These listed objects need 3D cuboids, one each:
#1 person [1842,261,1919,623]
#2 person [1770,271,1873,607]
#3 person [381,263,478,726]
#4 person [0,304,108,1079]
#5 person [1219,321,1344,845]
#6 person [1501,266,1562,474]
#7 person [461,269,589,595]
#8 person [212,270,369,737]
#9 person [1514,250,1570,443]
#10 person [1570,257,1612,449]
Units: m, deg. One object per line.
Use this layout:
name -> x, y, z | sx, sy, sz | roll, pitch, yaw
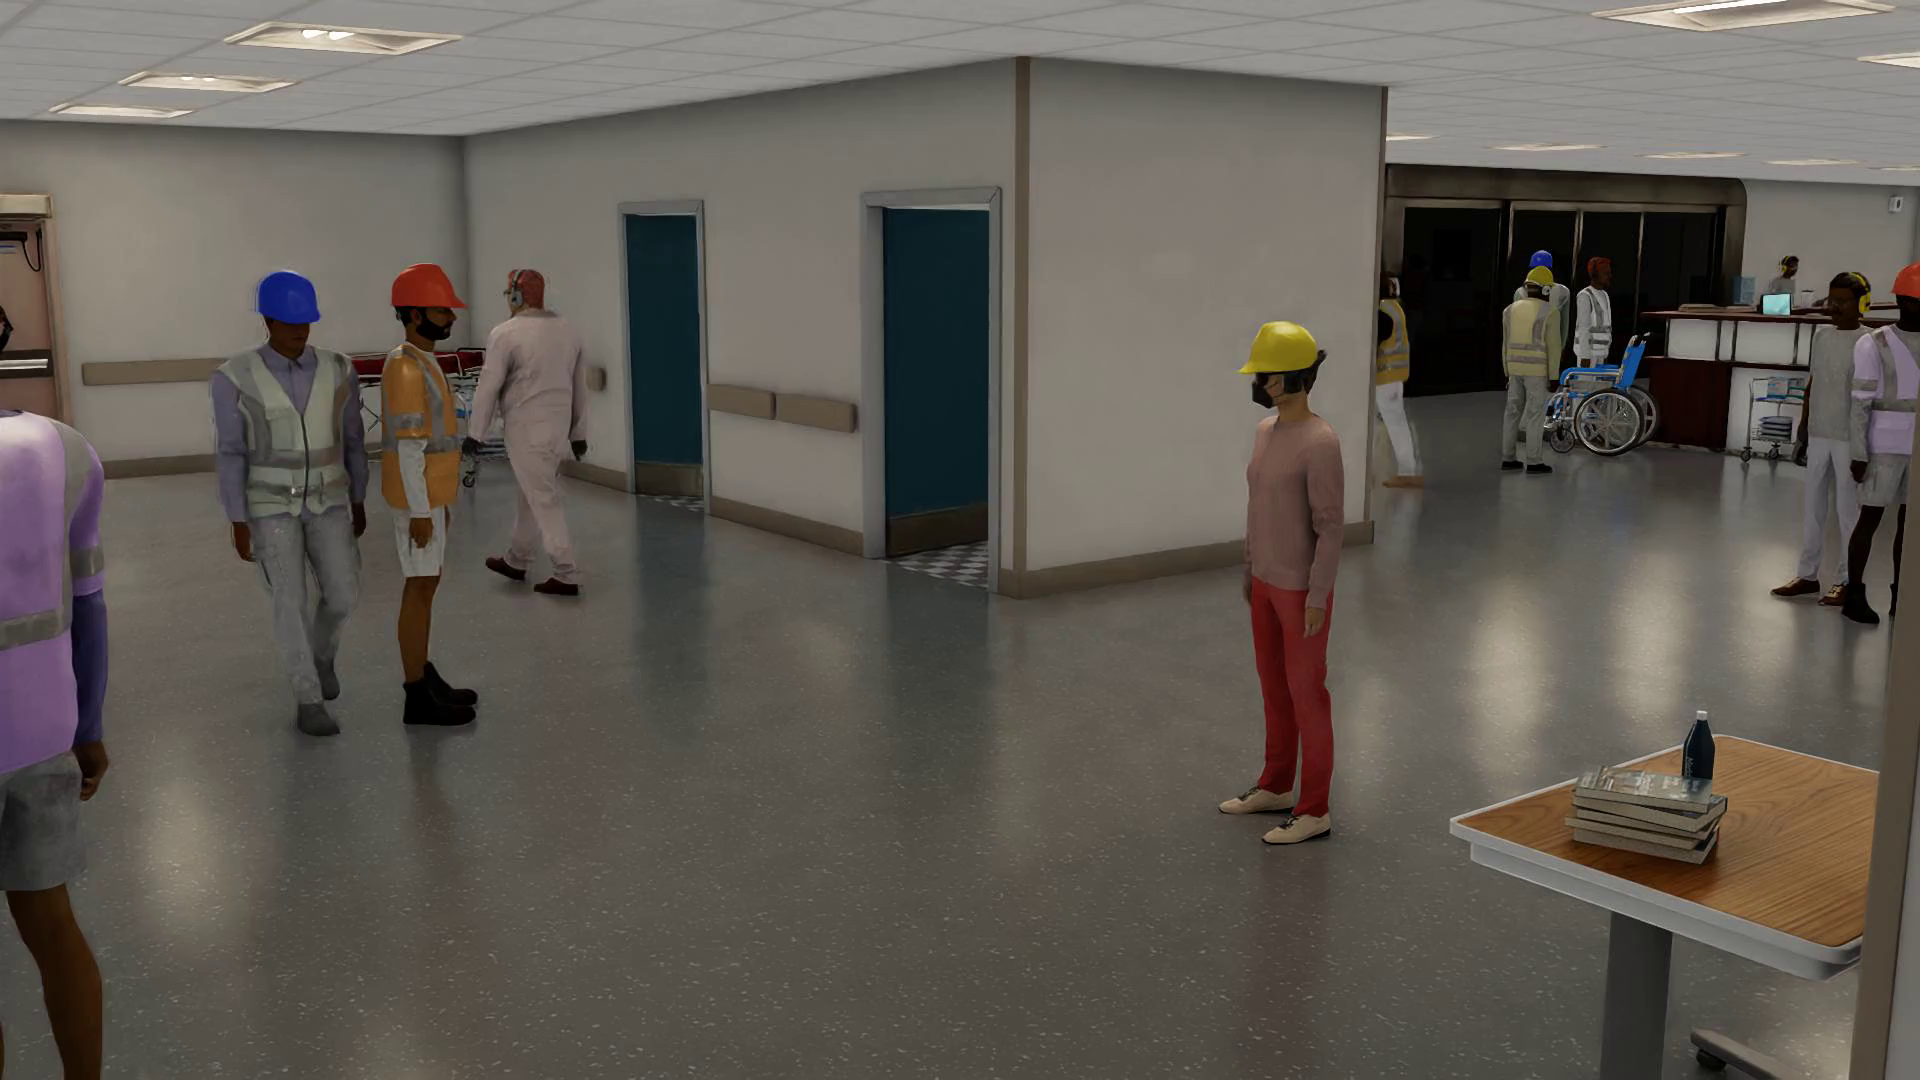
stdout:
person -> 4.997, -0.500, 8.820 | 0.539, 1.929, 0.384 | -1, 10, -3
person -> 4.900, -0.563, 9.327 | 0.328, 1.868, 0.509 | -4, 11, -24
person -> -2.245, -0.193, 7.051 | 0.379, 1.938, 0.547 | -2, 10, -10
person -> -2.042, 0.410, 3.437 | 0.407, 2.029, 0.612 | 3, 11, 18
person -> 1.092, 0.146, 5.641 | 0.324, 1.765, 0.533 | -3, 11, -16
person -> 5.050, -1.496, 14.686 | 0.403, 1.824, 0.597 | -6, 12, -32
person -> -2.570, -0.628, 9.685 | 0.930, 1.866, 0.646 | 5, 11, 27
person -> -2.739, -0.147, 6.863 | 0.615, 1.916, 0.594 | -8, 13, -38
person -> 5.880, -1.959, 16.912 | 0.602, 1.949, 0.391 | -1, 10, -6
person -> 6.256, -1.839, 16.431 | 0.355, 1.882, 0.576 | 8, 13, 38
